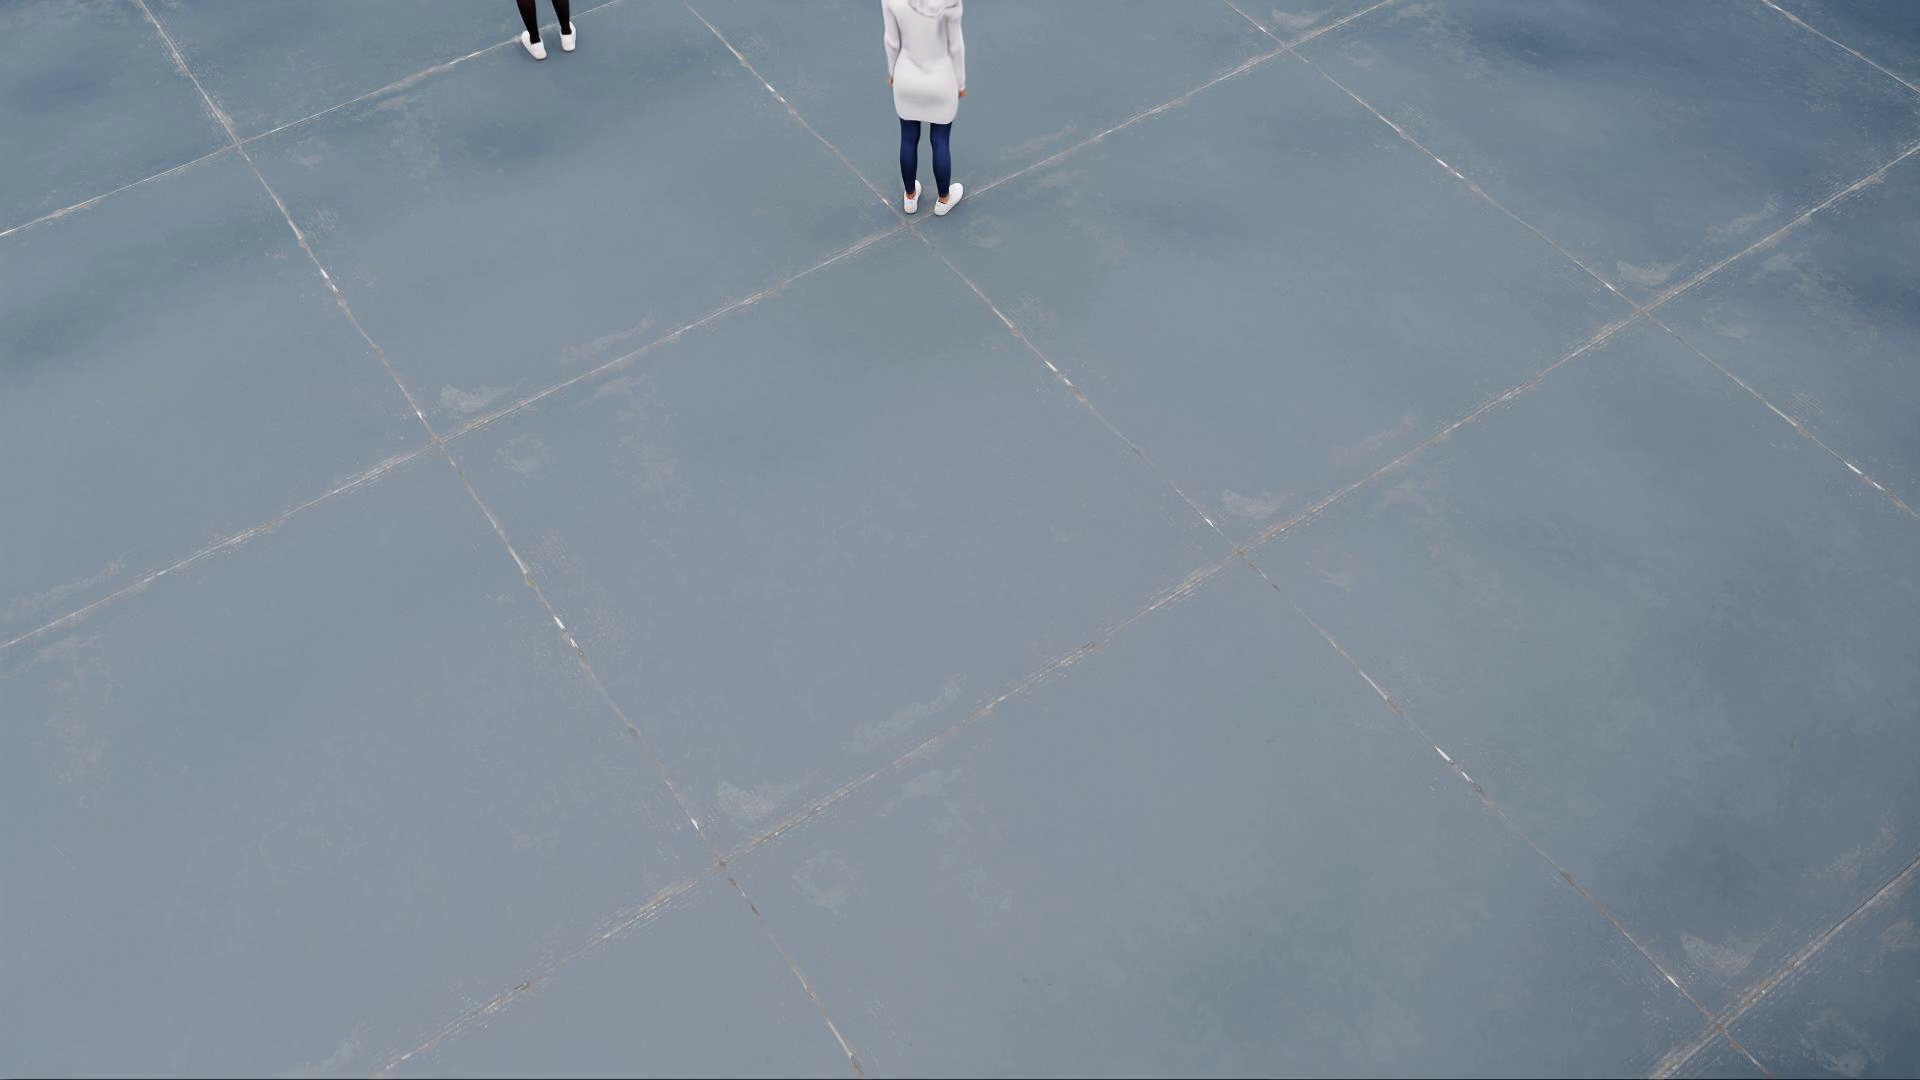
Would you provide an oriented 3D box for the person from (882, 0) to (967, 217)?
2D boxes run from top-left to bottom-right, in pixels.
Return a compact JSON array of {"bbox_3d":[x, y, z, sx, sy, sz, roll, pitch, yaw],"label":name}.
[{"bbox_3d":[-0.196,-2.557,9.270,0.672,1.775,0.747,11,53,9],"label":"person"}]

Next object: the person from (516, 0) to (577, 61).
[{"bbox_3d":[-2.683,-3.778,10.217,0.655,1.772,0.605,-19,55,-14],"label":"person"}]
